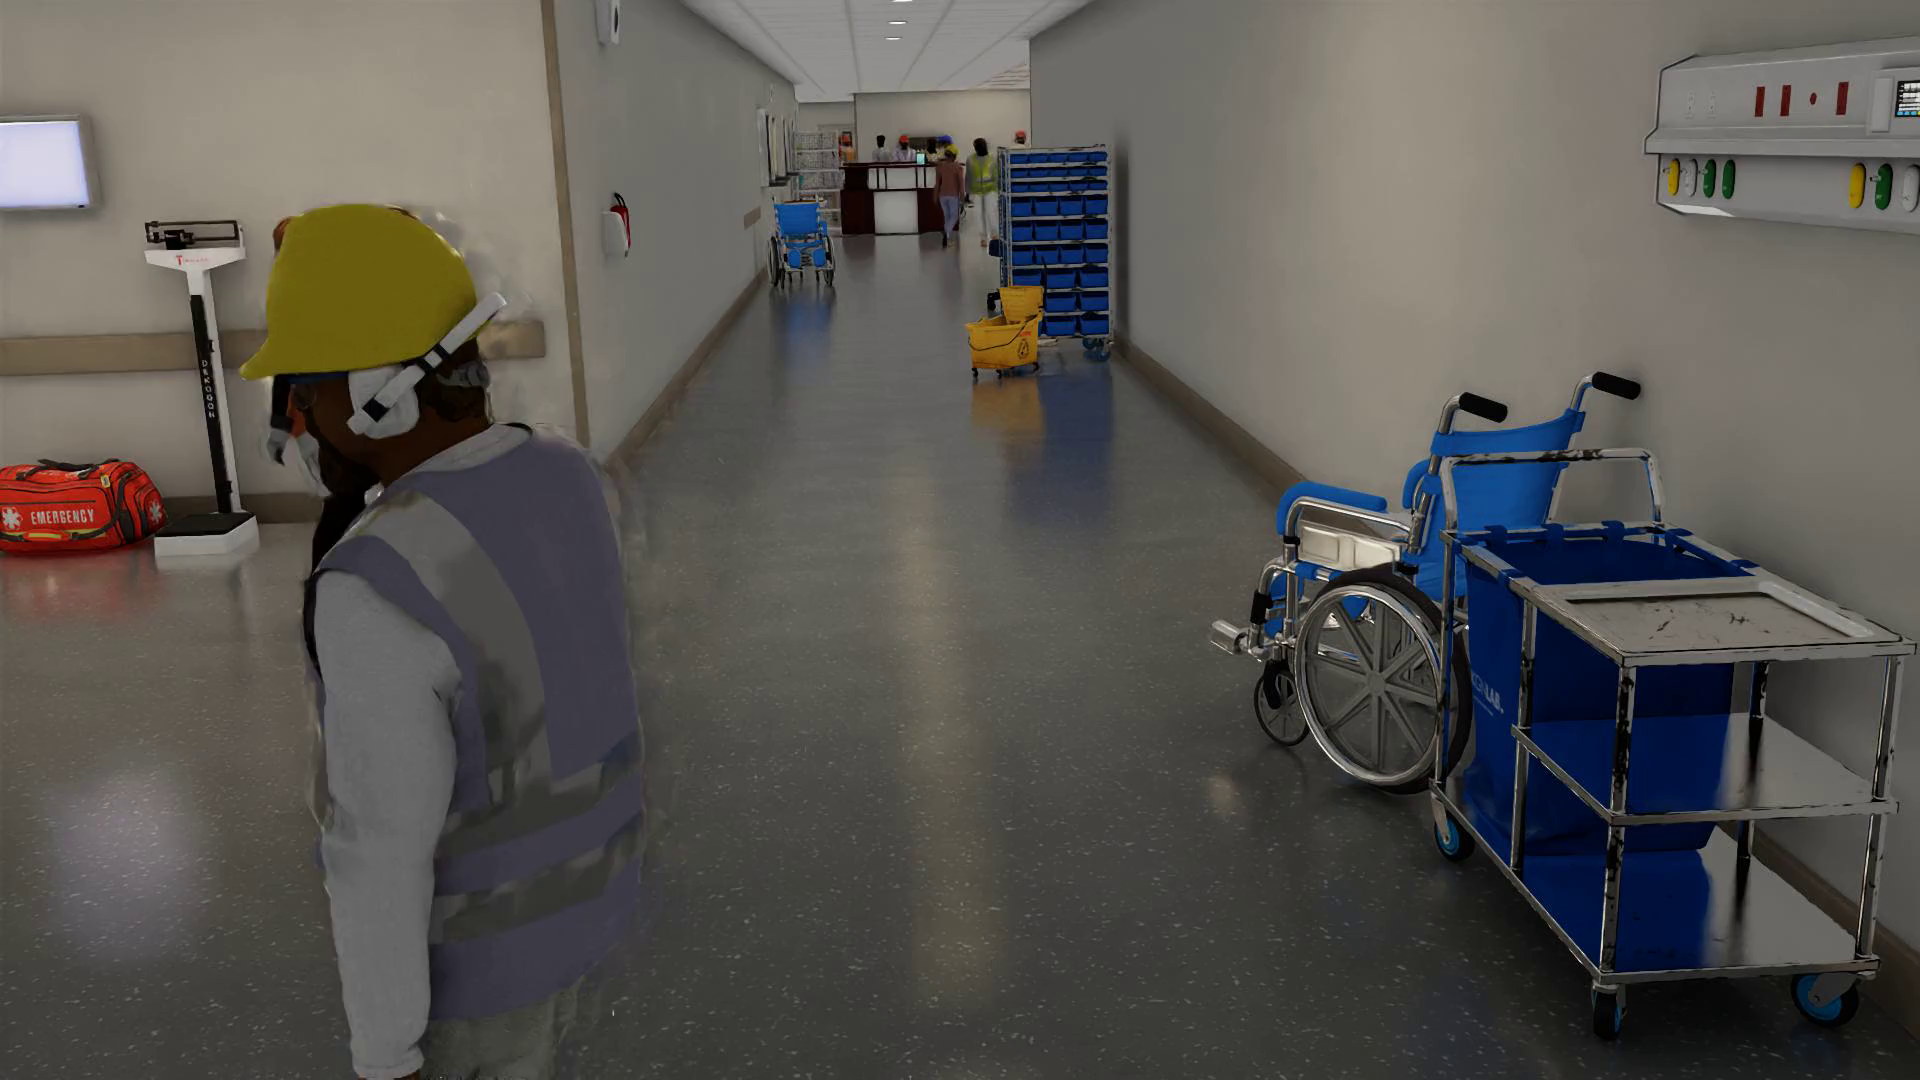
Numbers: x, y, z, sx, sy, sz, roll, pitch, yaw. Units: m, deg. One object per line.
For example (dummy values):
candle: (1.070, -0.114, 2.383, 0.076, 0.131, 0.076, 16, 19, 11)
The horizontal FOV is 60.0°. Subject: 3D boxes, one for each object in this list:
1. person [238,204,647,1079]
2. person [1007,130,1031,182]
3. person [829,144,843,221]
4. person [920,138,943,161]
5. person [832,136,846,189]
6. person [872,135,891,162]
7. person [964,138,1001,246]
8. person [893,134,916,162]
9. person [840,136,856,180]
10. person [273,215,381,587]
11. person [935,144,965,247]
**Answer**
person: (-0.599, 0.482, 2.152, 0.433, 1.809, 0.605, 2, 14, 13)
person: (1.224, -7.689, 35.236, 0.625, 1.956, 0.842, 6, 15, 28)
person: (-2.831, -8.227, 38.329, 0.343, 1.748, 0.571, -5, 14, -13)
person: (-0.630, -8.204, 37.816, 0.630, 1.835, 0.429, -10, 16, -32)
person: (-3.693, -11.488, 51.359, 0.747, 1.980, 0.649, 6, 16, 29)
person: (-1.942, -9.210, 41.902, 0.608, 1.938, 0.468, -10, 16, -32)
person: (0.405, -5.894, 28.224, 0.665, 1.818, 0.464, 1, 14, 13)
person: (-1.337, -8.939, 40.720, 0.545, 1.931, 0.381, -4, 14, -9)
person: (-3.382, -11.253, 50.438, 0.545, 1.942, 0.349, -10, 16, -31)
person: (-2.634, -0.597, 7.213, 0.520, 1.614, 0.529, -9, 15, -27)
person: (-0.208, -5.820, 28.176, 0.559, 1.734, 0.719, 5, 15, 25)
